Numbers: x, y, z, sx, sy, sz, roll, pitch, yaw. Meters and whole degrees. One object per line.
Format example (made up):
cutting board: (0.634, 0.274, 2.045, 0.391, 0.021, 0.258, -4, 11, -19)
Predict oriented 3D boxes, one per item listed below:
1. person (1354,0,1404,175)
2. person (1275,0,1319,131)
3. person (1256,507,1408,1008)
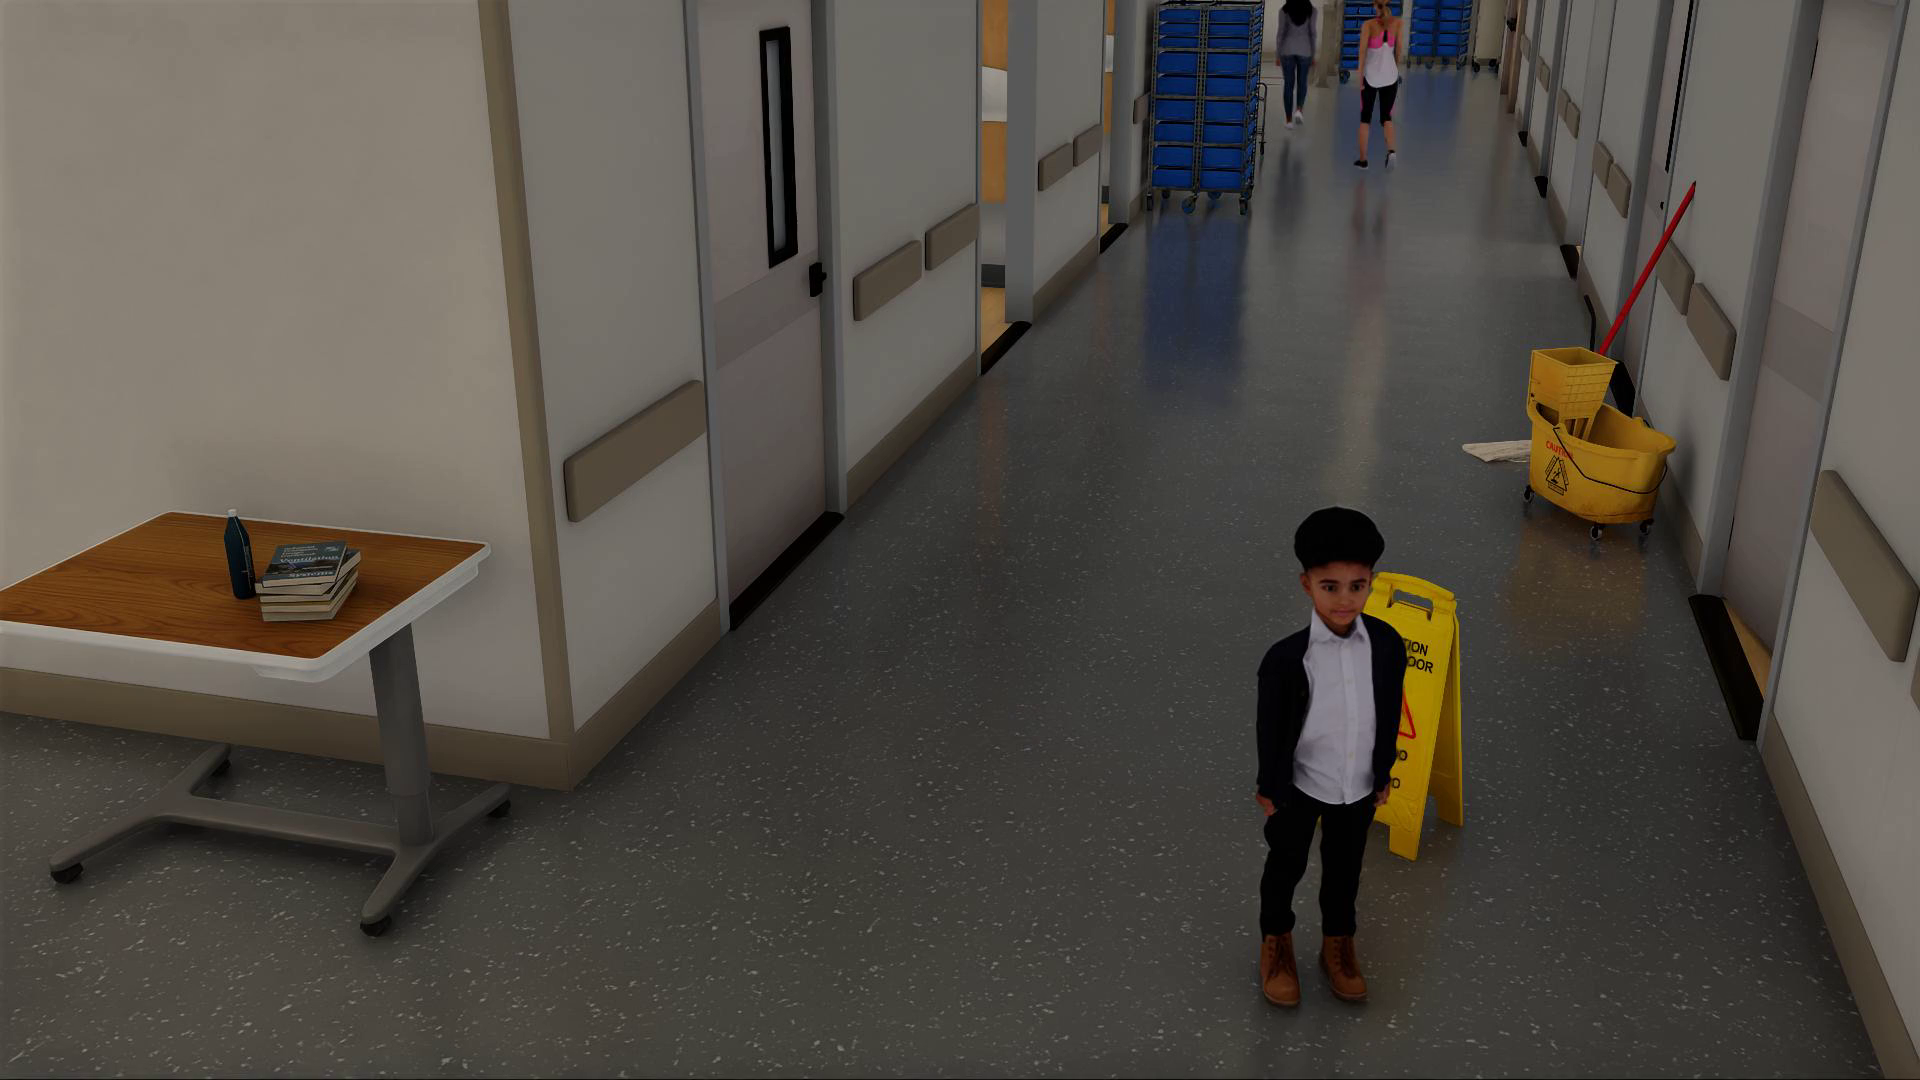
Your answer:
person: (4.123, -4.442, 16.200, 0.850, 1.760, 1.183, -1, 21, -3)
person: (3.969, -5.708, 19.591, 0.695, 1.726, 0.701, 1, 21, 3)
person: (0.856, 0.505, 3.896, 0.563, 1.224, 0.578, -2, 21, -6)
